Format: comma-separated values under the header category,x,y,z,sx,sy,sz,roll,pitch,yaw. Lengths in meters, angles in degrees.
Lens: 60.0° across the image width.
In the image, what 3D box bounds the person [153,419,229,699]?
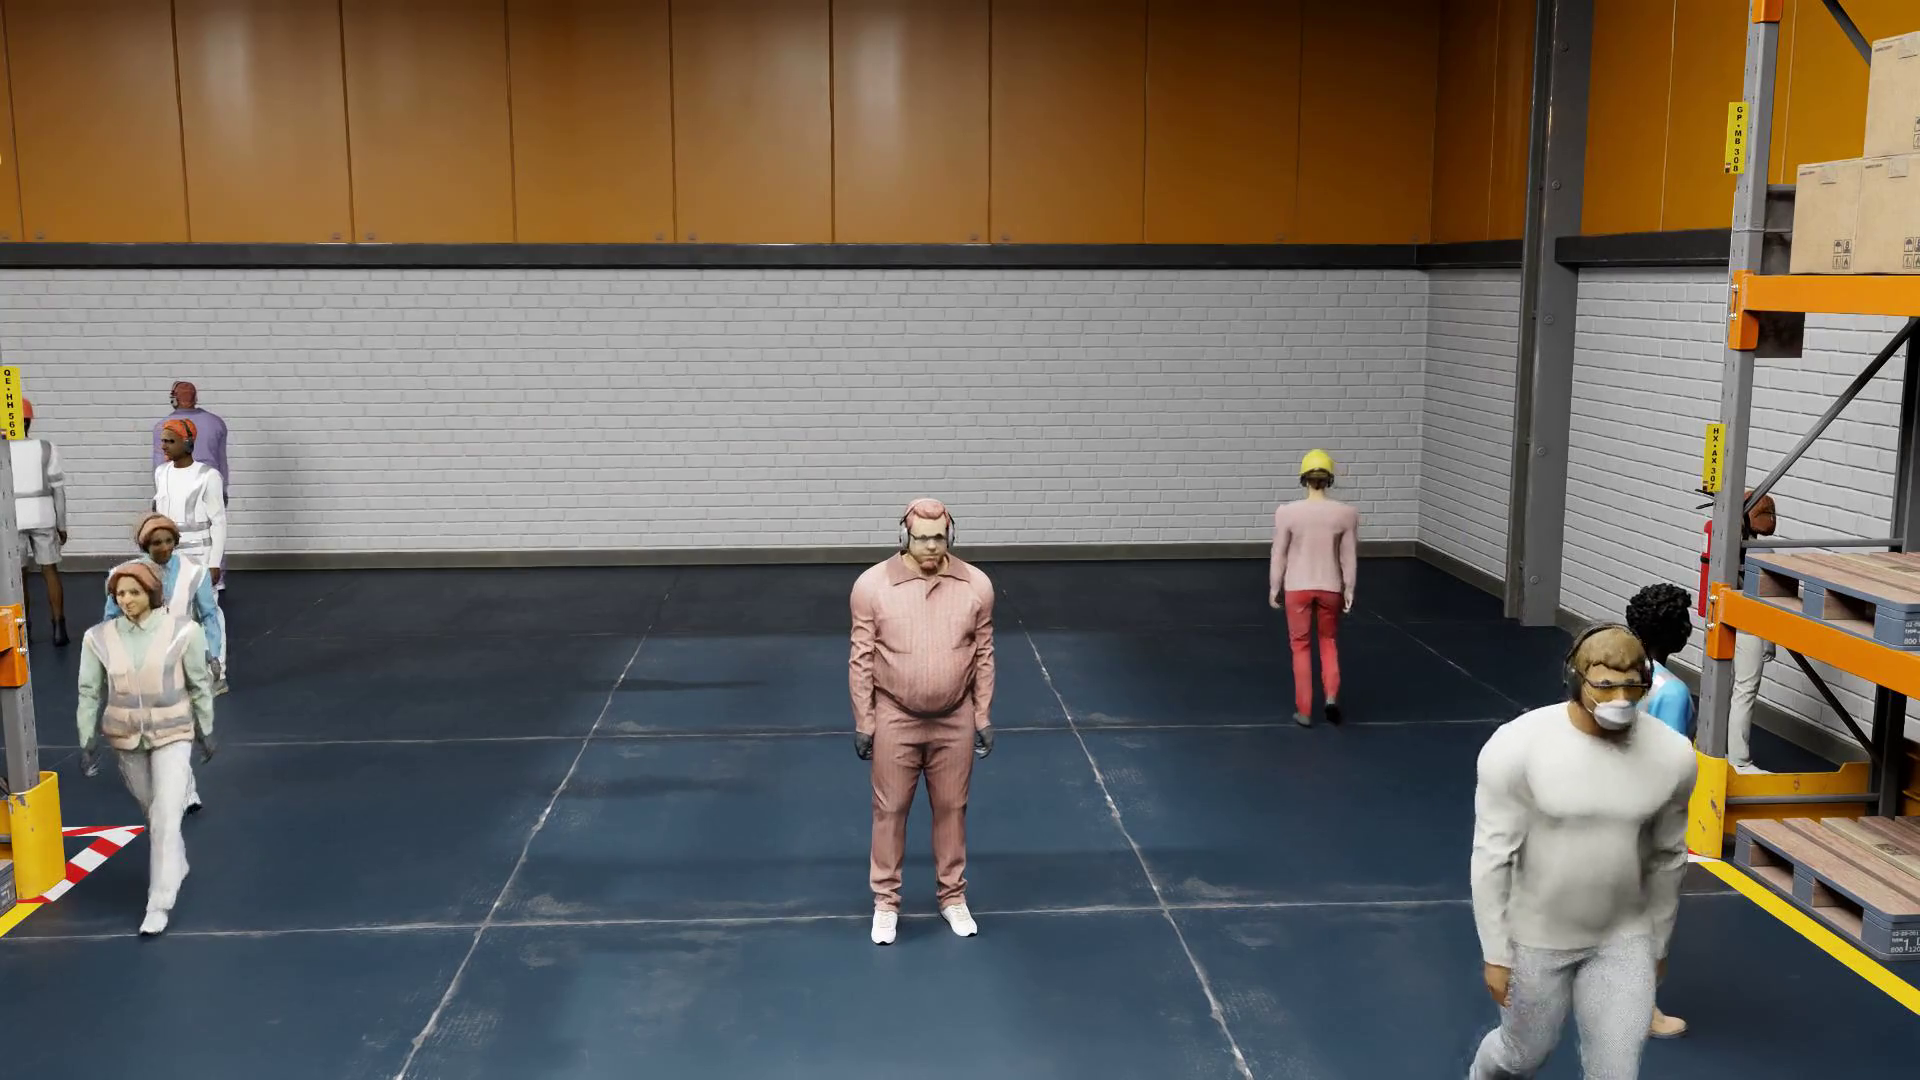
category,x,y,z,sx,sy,sz,roll,pitch,yaw
person,-5.173,0.127,11.158,0.572,1.883,0.354,4,10,23

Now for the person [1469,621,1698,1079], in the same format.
category,x,y,z,sx,sy,sz,roll,pitch,yaw
person,1.764,1.125,4.886,0.651,1.908,0.859,0,9,0

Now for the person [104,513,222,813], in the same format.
category,x,y,z,sx,sy,sz,roll,pitch,yaw
person,-4.229,0.639,8.837,0.535,1.581,0.866,-8,12,-41

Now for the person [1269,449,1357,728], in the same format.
category,x,y,z,sx,sy,sz,roll,pitch,yaw
person,2.207,0.306,10.449,0.525,1.755,0.378,-1,9,-3

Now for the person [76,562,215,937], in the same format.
category,x,y,z,sx,sy,sz,roll,pitch,yaw
person,-3.587,0.880,7.329,0.531,1.582,0.883,-2,9,-9

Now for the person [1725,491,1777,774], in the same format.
category,x,y,z,sx,sy,sz,roll,pitch,yaw
person,4.436,0.528,9.417,0.276,1.632,0.507,-2,9,-10

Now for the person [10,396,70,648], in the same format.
category,x,y,z,sx,sy,sz,roll,pitch,yaw
person,-7.111,-0.141,12.668,0.548,1.938,0.368,-6,11,-35

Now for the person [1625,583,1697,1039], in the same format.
category,x,y,z,sx,sy,sz,roll,pitch,yaw
person,2.567,0.998,6.267,0.322,1.696,0.536,-1,9,-3

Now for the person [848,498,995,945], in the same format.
category,x,y,z,sx,sy,sz,roll,pitch,yaw
person,-0.150,0.765,7.089,0.641,1.905,0.410,-2,9,-13

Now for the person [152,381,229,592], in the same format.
category,x,y,z,sx,sy,sz,roll,pitch,yaw
person,-6.824,-0.456,14.749,0.659,1.907,0.404,-9,13,-43
